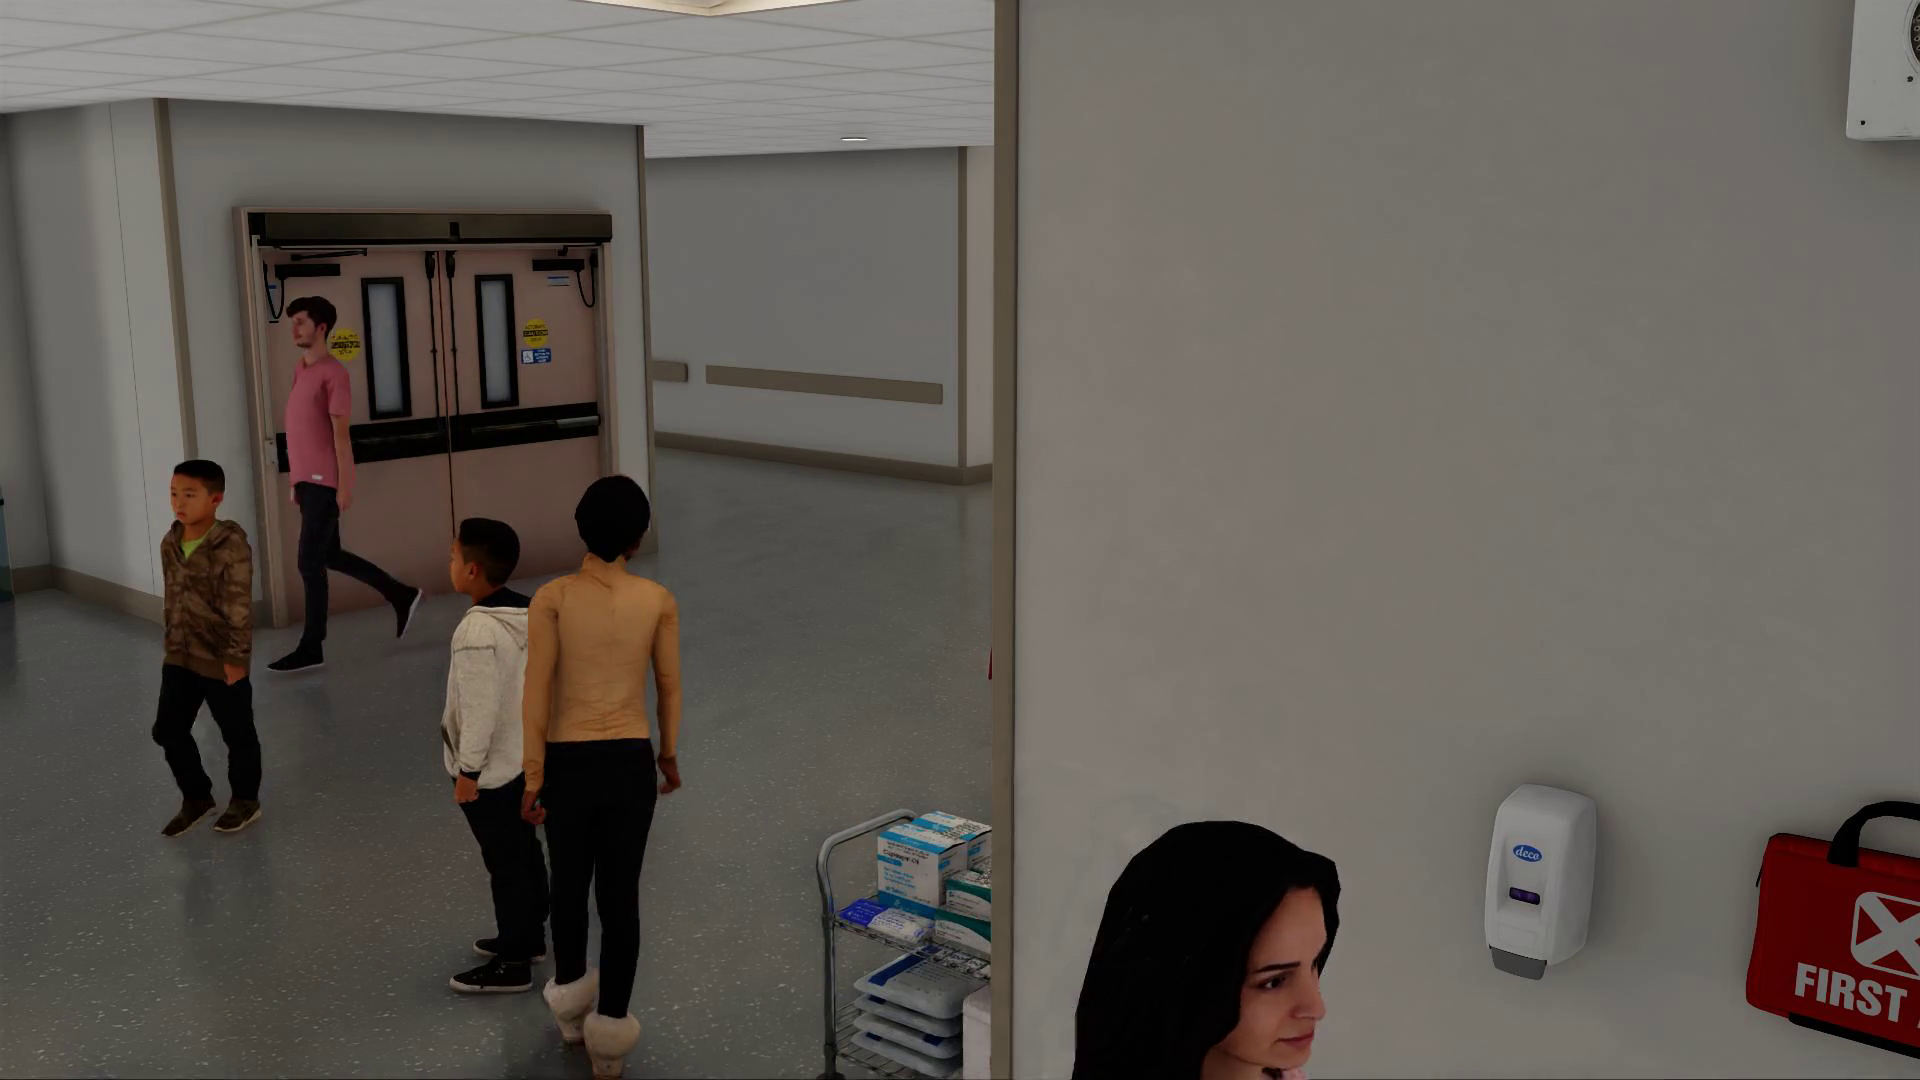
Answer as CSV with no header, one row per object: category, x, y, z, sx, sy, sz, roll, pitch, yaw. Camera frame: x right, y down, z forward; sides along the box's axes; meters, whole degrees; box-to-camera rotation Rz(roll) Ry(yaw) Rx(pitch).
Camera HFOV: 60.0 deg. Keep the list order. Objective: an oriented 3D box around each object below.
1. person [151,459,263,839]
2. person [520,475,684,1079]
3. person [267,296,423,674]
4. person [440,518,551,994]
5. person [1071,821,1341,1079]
person,-2.849,0.401,6.416,0.689,1.448,0.742,3,11,13
person,-0.991,0.670,4.539,0.796,1.619,0.852,-5,12,-26
person,-3.286,-0.296,8.781,0.694,1.936,1.153,10,15,43
person,-1.411,0.650,5.088,0.723,1.454,0.643,0,11,1
person,0.166,1.125,1.814,0.885,1.741,0.795,-9,14,-39
